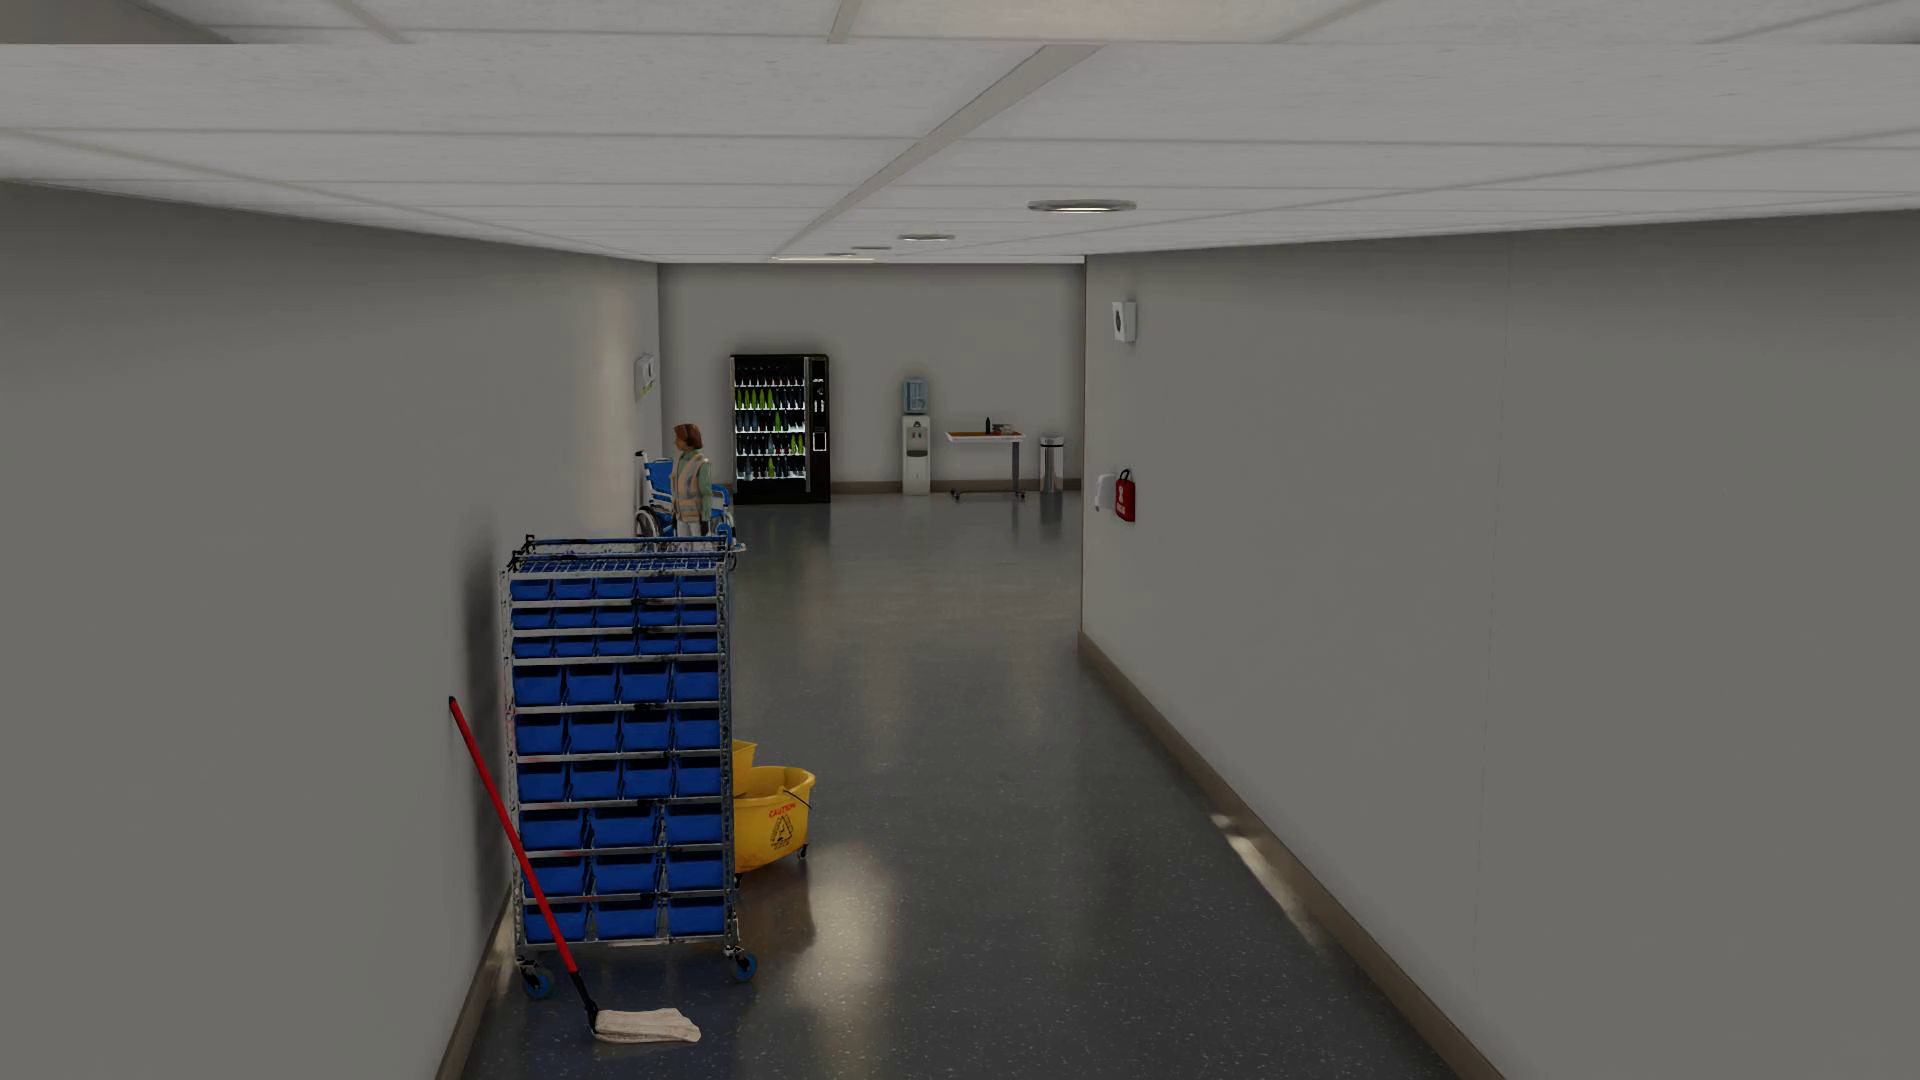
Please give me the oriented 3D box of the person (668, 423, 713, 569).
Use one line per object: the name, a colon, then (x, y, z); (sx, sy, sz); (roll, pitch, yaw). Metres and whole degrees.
person: (-2.266, -0.172, 14.052); (0.313, 1.637, 0.513); (-8, 12, -41)
